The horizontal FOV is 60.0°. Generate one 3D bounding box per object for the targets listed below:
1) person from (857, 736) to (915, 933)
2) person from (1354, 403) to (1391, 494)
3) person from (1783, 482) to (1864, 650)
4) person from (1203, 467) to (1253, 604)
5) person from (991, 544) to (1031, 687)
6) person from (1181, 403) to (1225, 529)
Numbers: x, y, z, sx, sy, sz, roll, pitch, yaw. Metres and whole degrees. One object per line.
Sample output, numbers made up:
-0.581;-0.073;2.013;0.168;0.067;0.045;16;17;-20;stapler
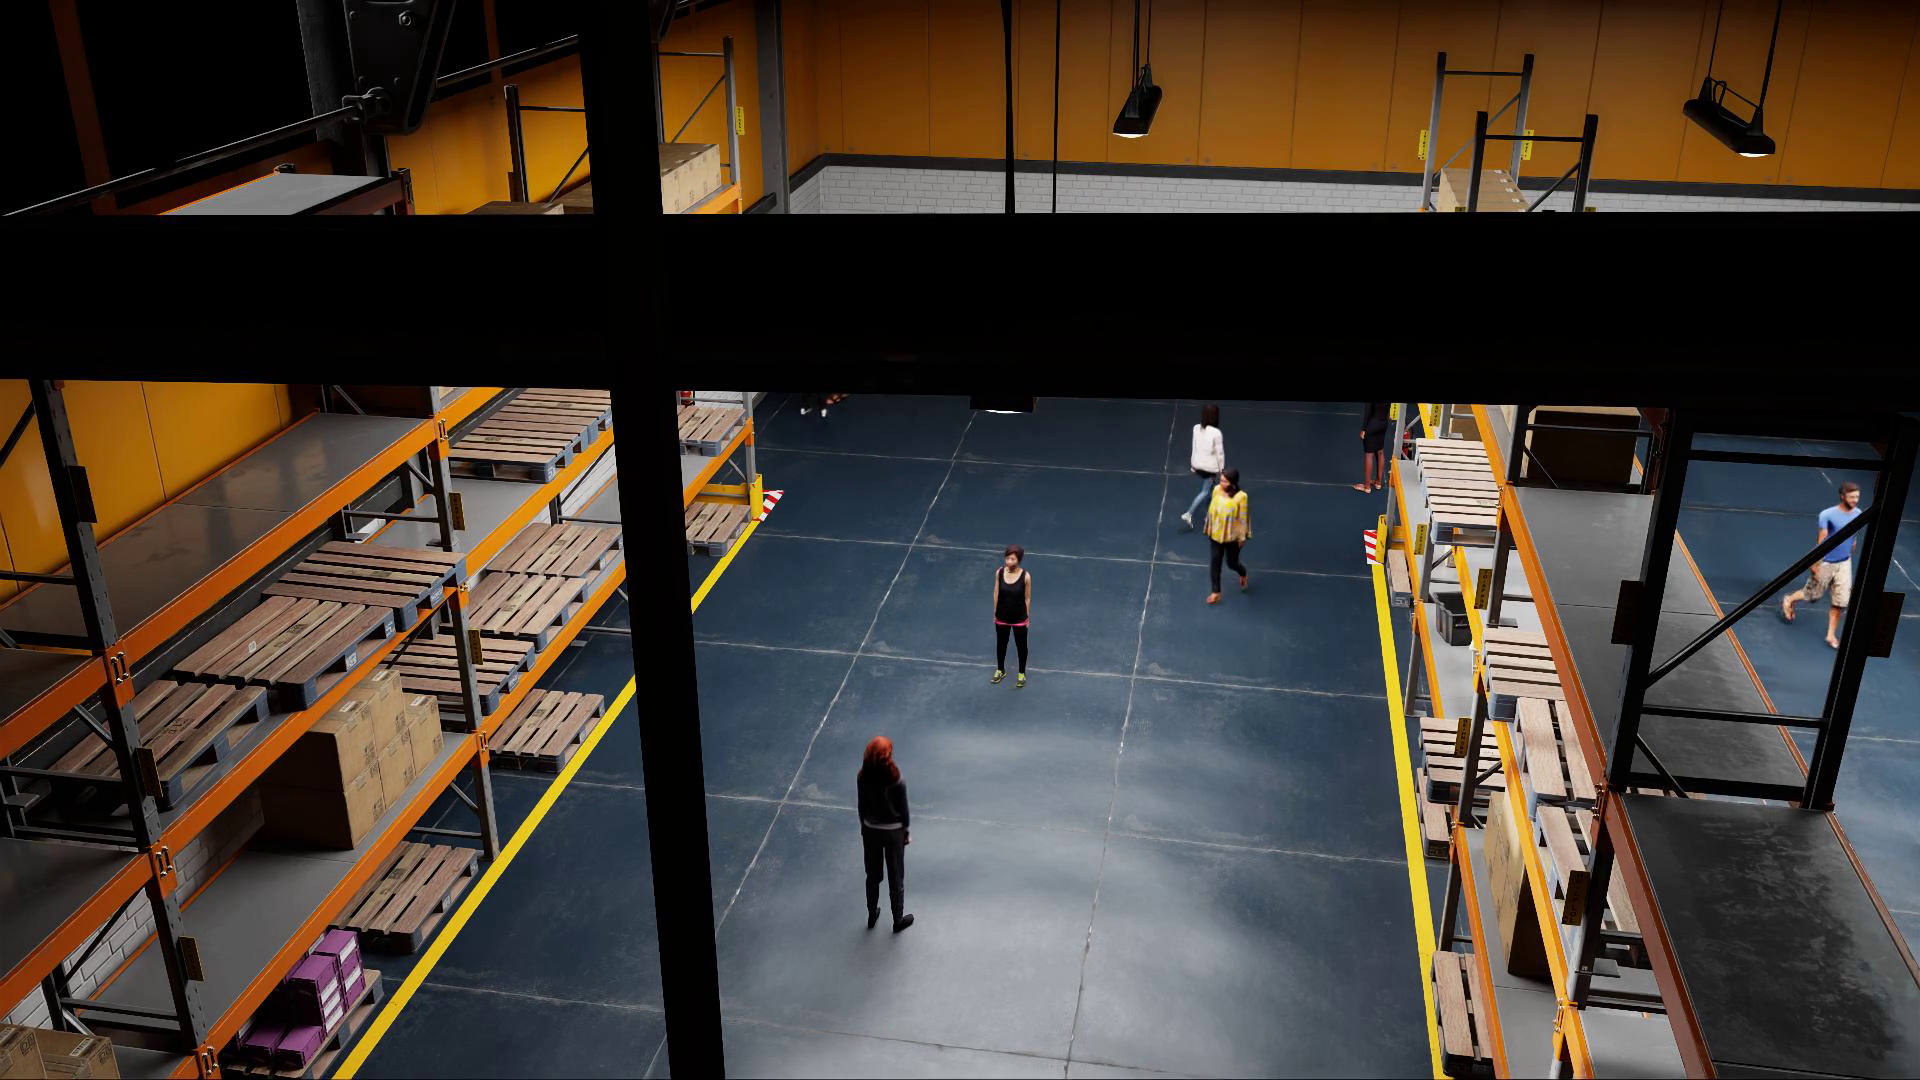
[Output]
-0.611;2.349;13.340;0.607;1.780;0.553;8;25;17;person
5.535;-1.484;22.182;0.672;1.721;0.727;-15;28;-31;person
9.471;0.205;18.176;0.829;1.834;1.198;-2;24;-4;person
3.103;-0.069;19.051;0.952;1.636;1.055;20;30;38;person
0.543;0.759;17.260;0.558;1.553;0.535;7;25;16;person
3.077;-0.920;21.028;1.126;1.612;1.019;-19;30;-36;person
